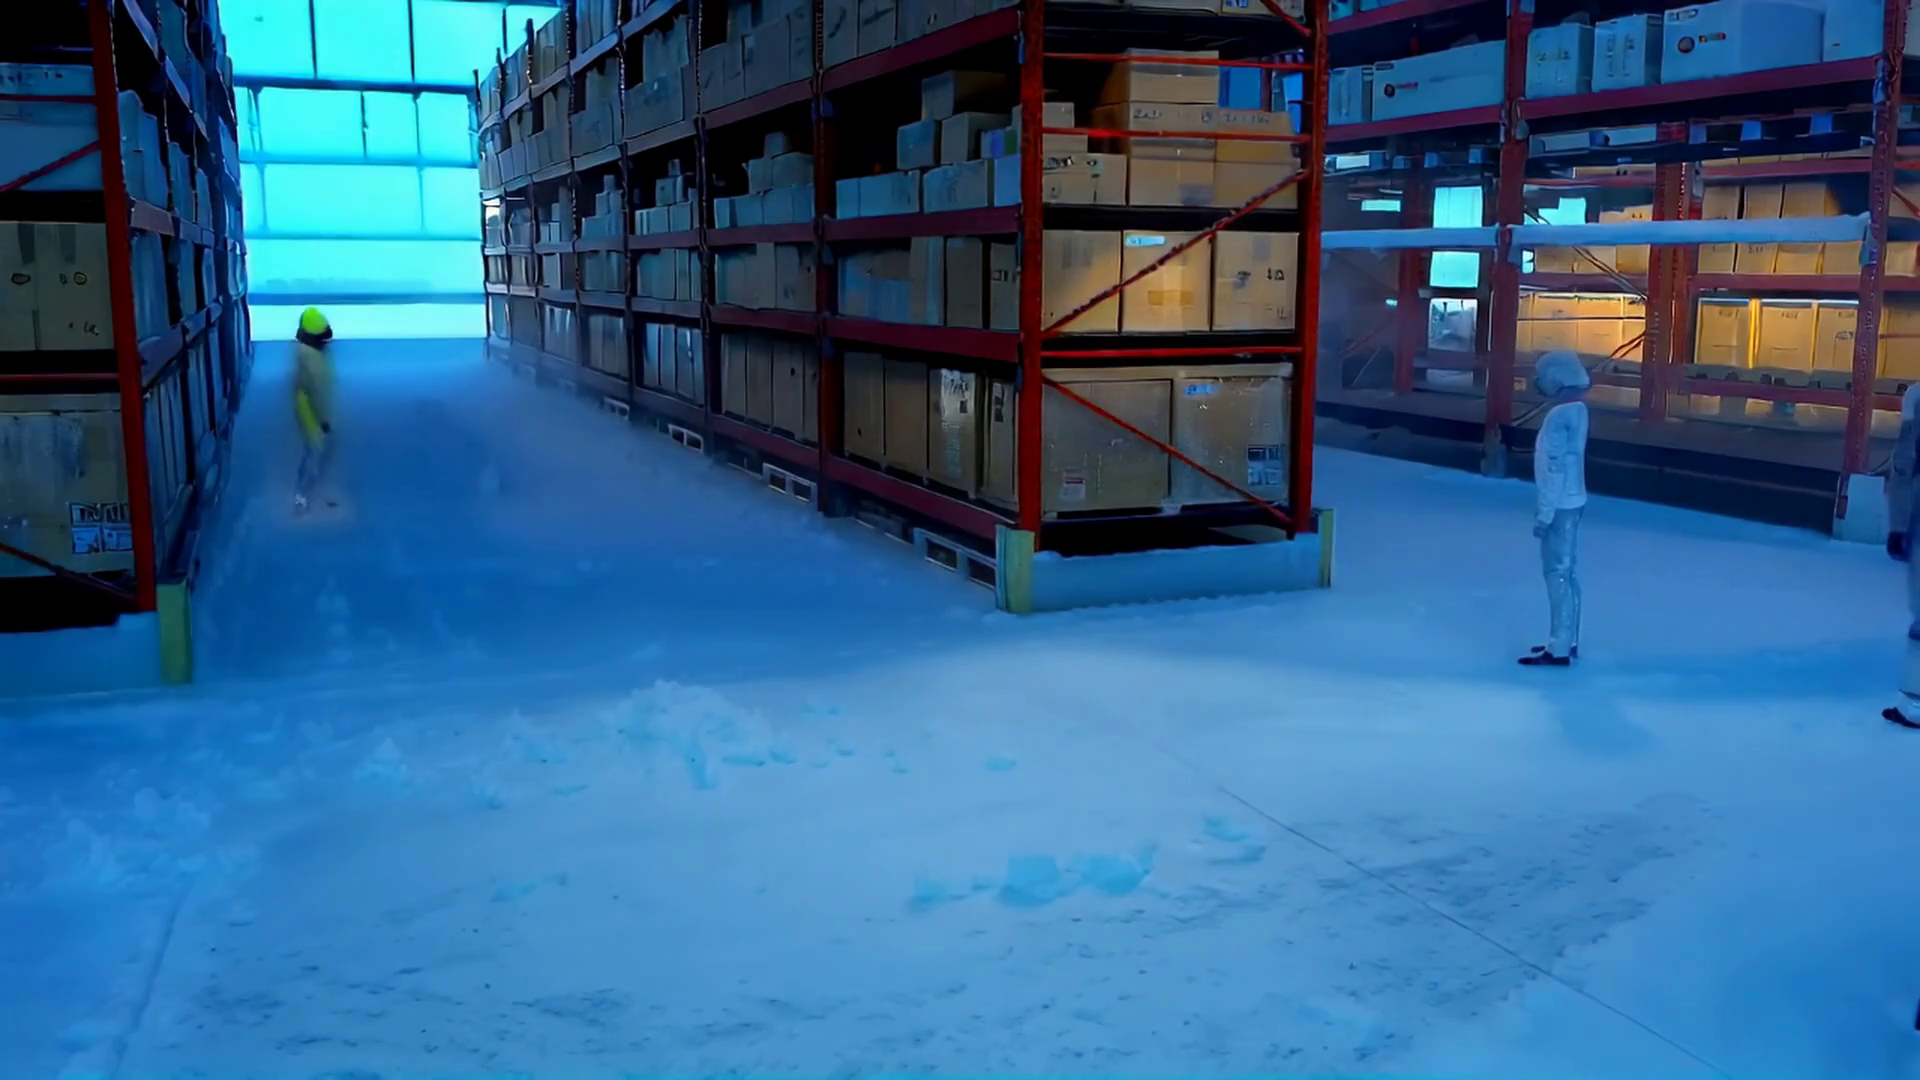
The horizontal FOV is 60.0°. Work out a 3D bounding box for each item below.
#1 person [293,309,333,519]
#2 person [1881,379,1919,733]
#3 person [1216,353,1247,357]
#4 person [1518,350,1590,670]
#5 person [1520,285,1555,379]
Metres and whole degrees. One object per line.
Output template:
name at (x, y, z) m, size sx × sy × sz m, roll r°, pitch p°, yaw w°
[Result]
person at (-5.285, -1.035, 13.603) m, size 0.363 × 1.698 × 0.660 m, roll -4°, pitch 10°, yaw -22°
person at (4.408, -0.086, 7.327) m, size 0.647 × 1.899 × 0.398 m, roll 1°, pitch 10°, yaw 7°
person at (2.878, -1.850, 18.207) m, size 0.621 × 1.779 × 0.915 m, roll -4°, pitch 10°, yaw -24°
person at (3.052, -0.155, 8.516) m, size 0.276 × 1.631 × 0.507 m, roll 6°, pitch 11°, yaw 33°
person at (9.986, -3.560, 28.616) m, size 0.521 × 1.734 × 0.820 m, roll -4°, pitch 10°, yaw -20°
